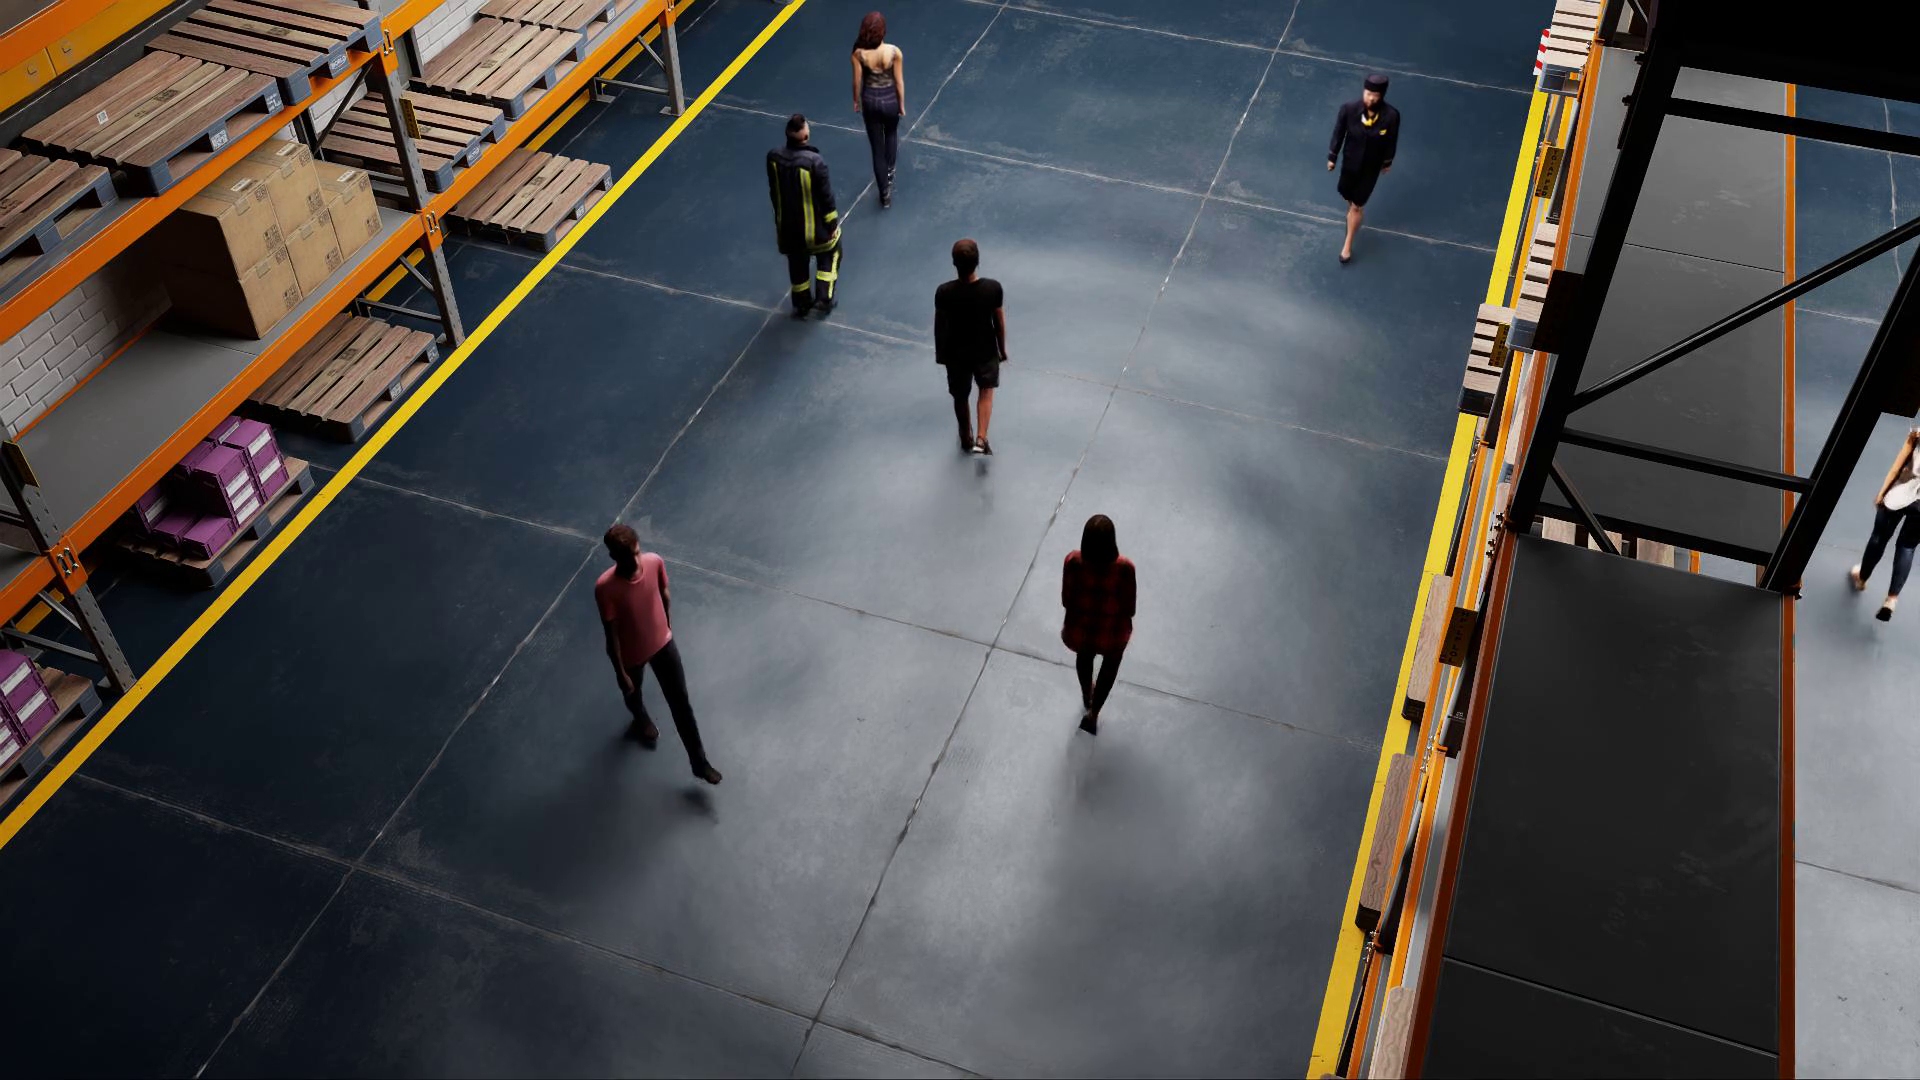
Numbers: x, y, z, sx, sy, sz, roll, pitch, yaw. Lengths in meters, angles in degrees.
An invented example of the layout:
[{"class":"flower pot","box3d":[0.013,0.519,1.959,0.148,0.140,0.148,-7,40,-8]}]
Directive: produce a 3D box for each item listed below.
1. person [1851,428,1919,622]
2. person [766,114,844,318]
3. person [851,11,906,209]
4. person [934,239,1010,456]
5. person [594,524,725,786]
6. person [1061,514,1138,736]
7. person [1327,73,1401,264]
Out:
[{"class":"person","box3d":[6.285,-0.197,10.933,0.602,1.770,0.903,12,45,12]},{"class":"person","box3d":[-1.280,-2.556,13.352,0.769,1.850,0.708,16,46,16]},{"class":"person","box3d":[-0.693,-3.760,14.692,0.823,1.744,0.971,-3,44,-3]},{"class":"person","box3d":[0.082,-1.320,12.051,0.875,1.854,0.962,-2,44,-2]},{"class":"person","box3d":[-1.970,0.586,10.011,1.204,1.909,1.117,-29,51,-27]},{"class":"person","box3d":[0.835,0.555,10.203,0.640,1.689,0.855,11,45,11]},{"class":"person","box3d":[3.445,-3.248,14.230,0.709,1.640,1.032,16,46,16]}]
